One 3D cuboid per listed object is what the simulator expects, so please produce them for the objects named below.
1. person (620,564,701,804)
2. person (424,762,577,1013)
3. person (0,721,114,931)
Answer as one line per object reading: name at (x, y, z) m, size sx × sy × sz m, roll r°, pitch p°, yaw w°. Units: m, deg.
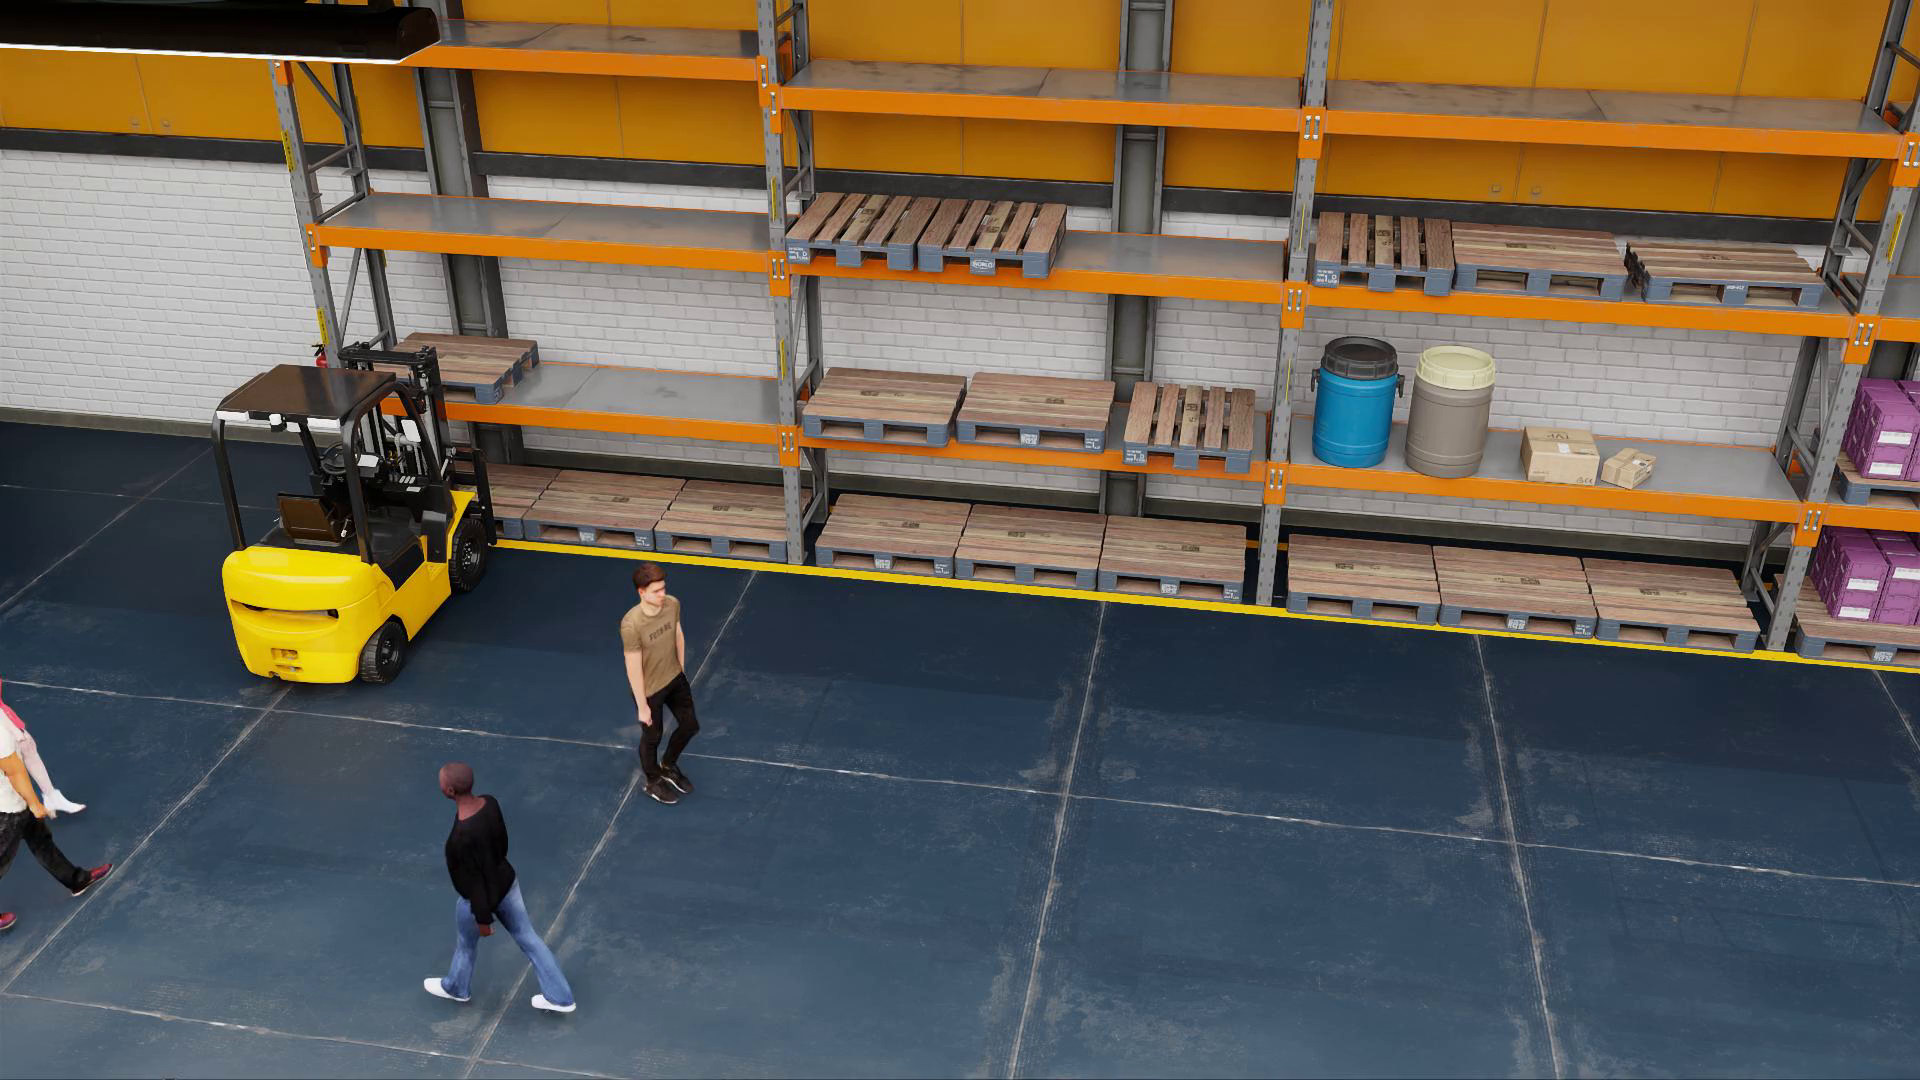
person at (-2.089, 0.936, 11.130) m, size 0.816 × 1.838 × 0.807 m, roll 20°, pitch 35°, yaw 33°
person at (-2.551, 2.004, 9.319) m, size 1.183 × 1.698 × 0.681 m, roll 8°, pitch 30°, yaw 14°
person at (-5.834, 1.611, 9.977) m, size 1.166 × 1.757 × 1.122 m, roll 24°, pitch 37°, yaw 37°
